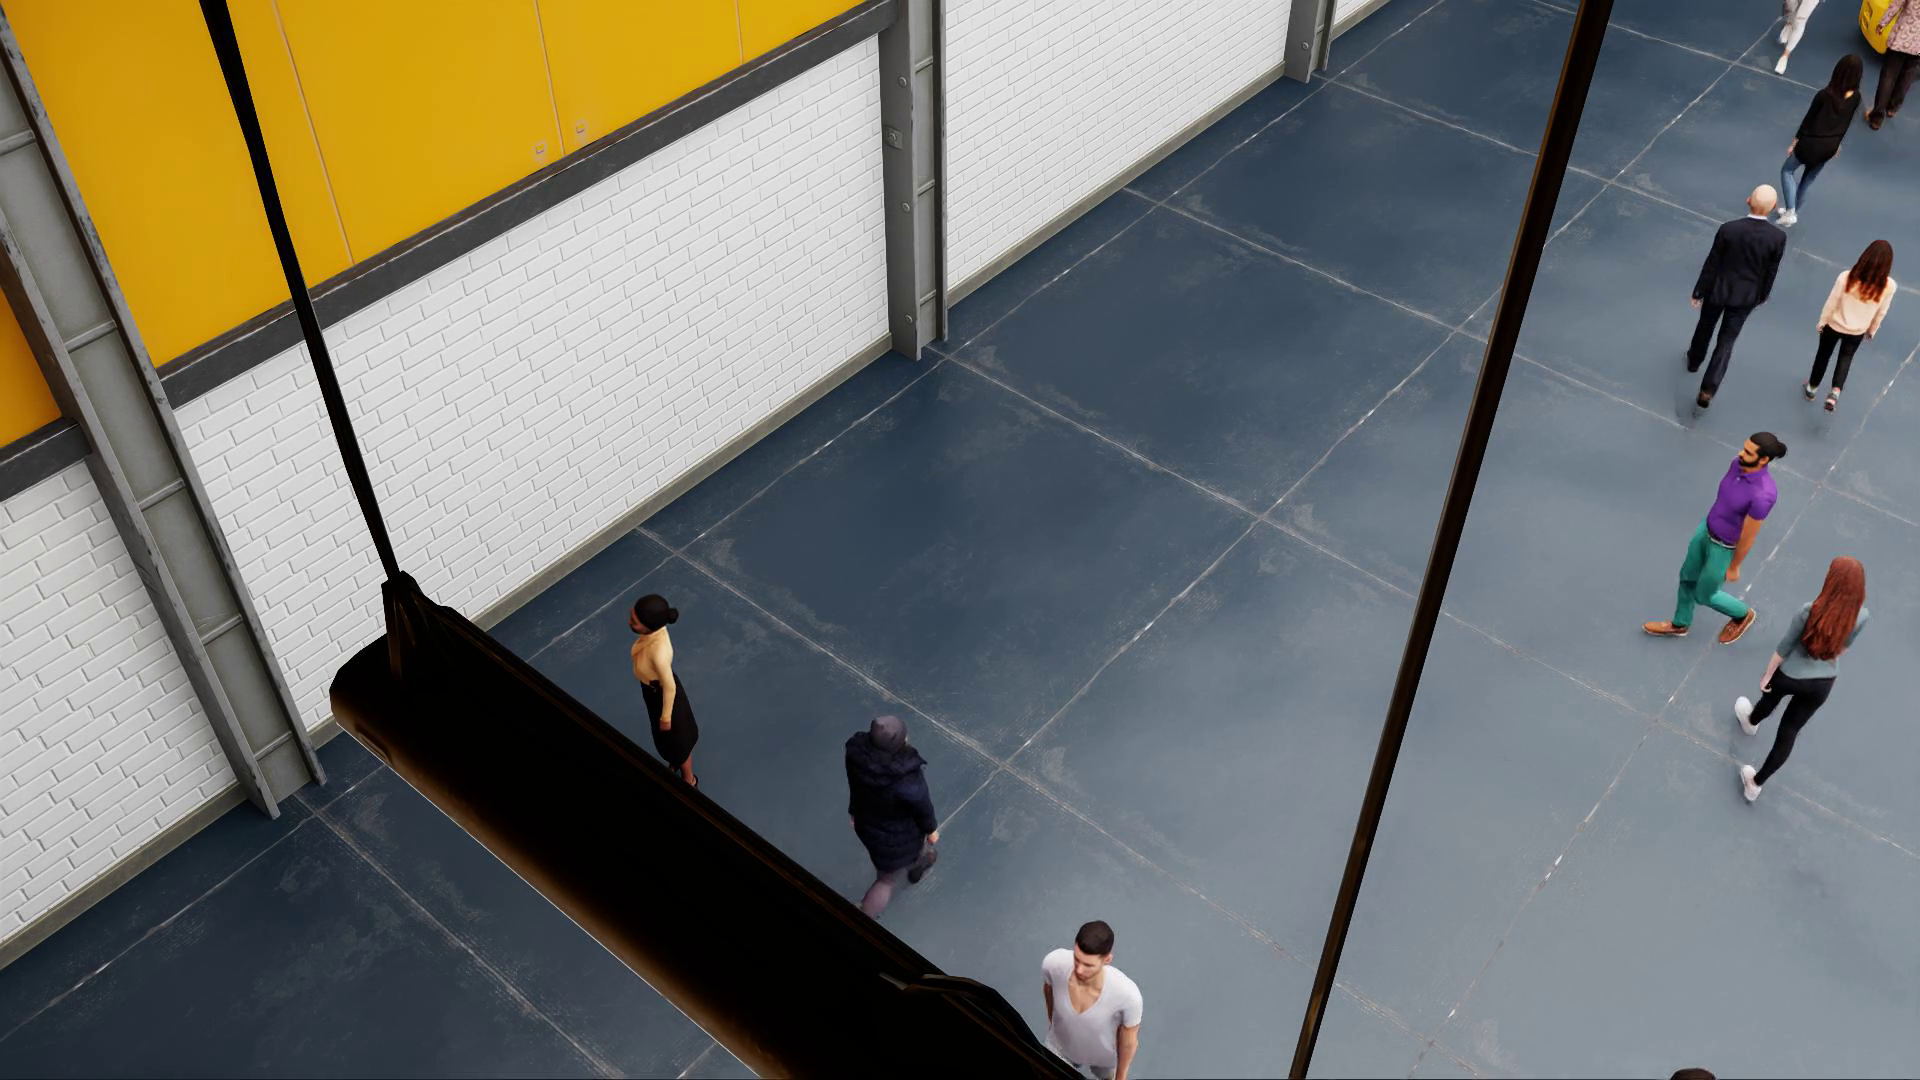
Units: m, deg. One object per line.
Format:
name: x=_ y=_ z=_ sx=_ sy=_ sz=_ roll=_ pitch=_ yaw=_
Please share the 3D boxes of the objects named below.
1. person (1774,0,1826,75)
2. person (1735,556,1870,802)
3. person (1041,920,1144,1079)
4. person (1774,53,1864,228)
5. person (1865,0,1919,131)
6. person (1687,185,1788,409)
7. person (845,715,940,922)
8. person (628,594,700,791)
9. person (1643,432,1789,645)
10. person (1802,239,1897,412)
person: x=8.482 y=-5.579 z=16.613 sx=0.655 sy=1.682 sz=1.061 roll=25 pitch=49 yaw=24
person: x=4.974 y=0.899 z=9.803 sx=0.904 sy=1.695 sz=1.103 roll=6 pitch=44 yaw=7
person: x=0.678 y=2.389 z=8.160 sx=0.894 sy=1.804 sz=1.260 roll=18 pitch=47 yaw=18
person: x=7.407 y=-3.385 z=14.339 sx=0.776 sy=1.641 sz=0.842 roll=1 pitch=44 yaw=1
person: x=8.928 y=-4.681 z=15.589 sx=0.878 sy=1.793 sz=0.937 roll=7 pitch=44 yaw=7
person: x=5.849 y=-1.824 z=12.599 sx=0.917 sy=1.781 sz=1.233 roll=17 pitch=46 yaw=17
person: x=-0.427 y=1.610 z=9.097 sx=0.665 sy=1.638 sz=1.081 roll=29 pitch=51 yaw=27
person: x=-1.744 y=0.929 z=9.801 sx=0.672 sy=1.653 sz=0.651 roll=-15 pitch=46 yaw=-15
person: x=4.986 y=0.021 z=10.683 sx=1.005 sy=1.753 sz=0.954 roll=-2 pitch=44 yaw=-2
person: x=6.709 y=-1.591 z=12.579 sx=0.724 sy=1.470 sz=0.854 roll=13 pitch=45 yaw=13
